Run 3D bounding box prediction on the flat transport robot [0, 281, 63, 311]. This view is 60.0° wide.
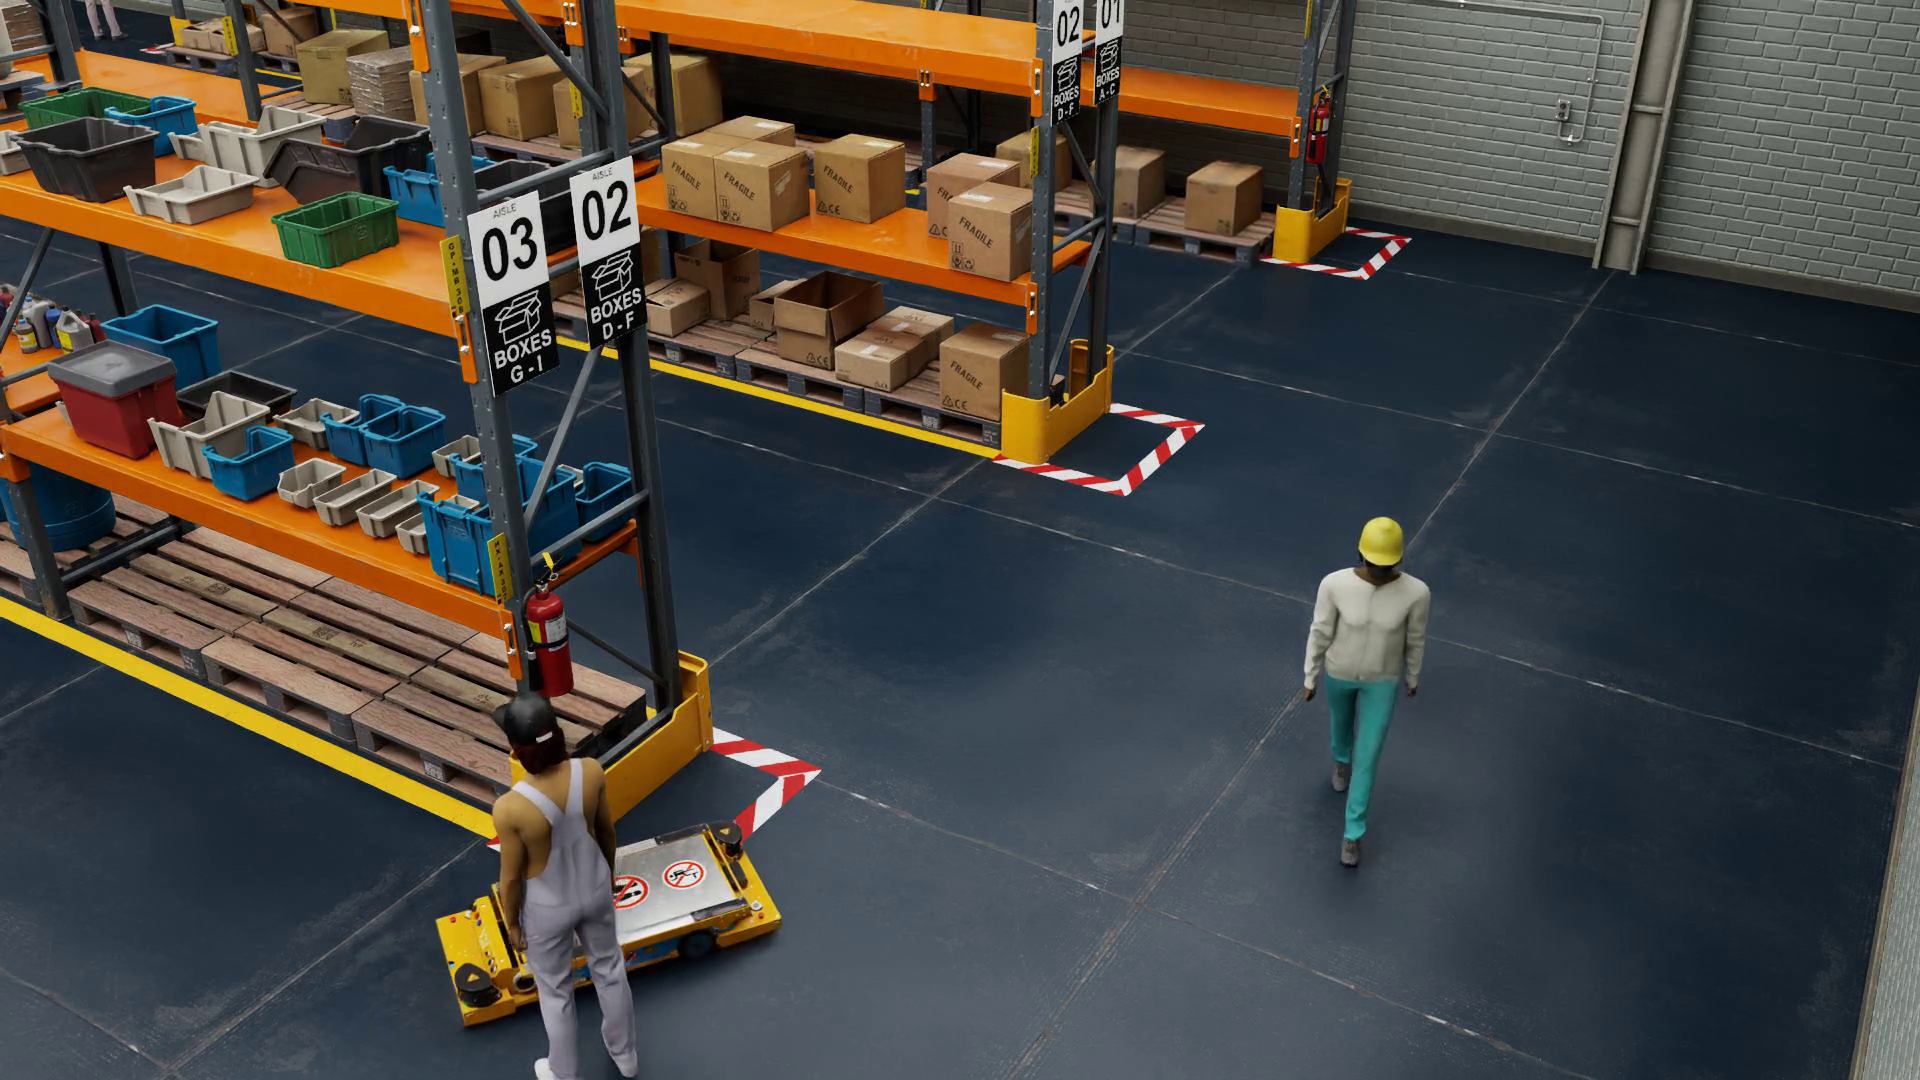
[{"bbox_3d":[-8.196,-1.913,14.066,1.431,0.231,0.659,19,34,30],"label":"flat transport robot"}]

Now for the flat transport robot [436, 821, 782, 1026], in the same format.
[{"bbox_3d":[-1.597,1.713,7.560,1.431,0.231,0.659,-13,32,-22],"label":"flat transport robot"}]

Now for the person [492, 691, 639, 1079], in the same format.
[{"bbox_3d":[-1.576,1.382,6.533,0.491,1.852,0.434,-21,35,-33],"label":"person"}]

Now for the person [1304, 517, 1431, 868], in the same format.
[{"bbox_3d":[1.928,0.647,7.975,0.539,1.710,0.931,8,30,14],"label":"person"}]

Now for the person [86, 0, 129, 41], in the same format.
[{"bbox_3d":[-12.116,-7.907,23.209,0.563,1.839,0.391,1,29,2],"label":"person"}]

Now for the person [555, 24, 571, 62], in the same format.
[{"bbox_3d":[-3.983,-4.497,17.243,0.531,1.690,0.322,11,31,19],"label":"person"}]
